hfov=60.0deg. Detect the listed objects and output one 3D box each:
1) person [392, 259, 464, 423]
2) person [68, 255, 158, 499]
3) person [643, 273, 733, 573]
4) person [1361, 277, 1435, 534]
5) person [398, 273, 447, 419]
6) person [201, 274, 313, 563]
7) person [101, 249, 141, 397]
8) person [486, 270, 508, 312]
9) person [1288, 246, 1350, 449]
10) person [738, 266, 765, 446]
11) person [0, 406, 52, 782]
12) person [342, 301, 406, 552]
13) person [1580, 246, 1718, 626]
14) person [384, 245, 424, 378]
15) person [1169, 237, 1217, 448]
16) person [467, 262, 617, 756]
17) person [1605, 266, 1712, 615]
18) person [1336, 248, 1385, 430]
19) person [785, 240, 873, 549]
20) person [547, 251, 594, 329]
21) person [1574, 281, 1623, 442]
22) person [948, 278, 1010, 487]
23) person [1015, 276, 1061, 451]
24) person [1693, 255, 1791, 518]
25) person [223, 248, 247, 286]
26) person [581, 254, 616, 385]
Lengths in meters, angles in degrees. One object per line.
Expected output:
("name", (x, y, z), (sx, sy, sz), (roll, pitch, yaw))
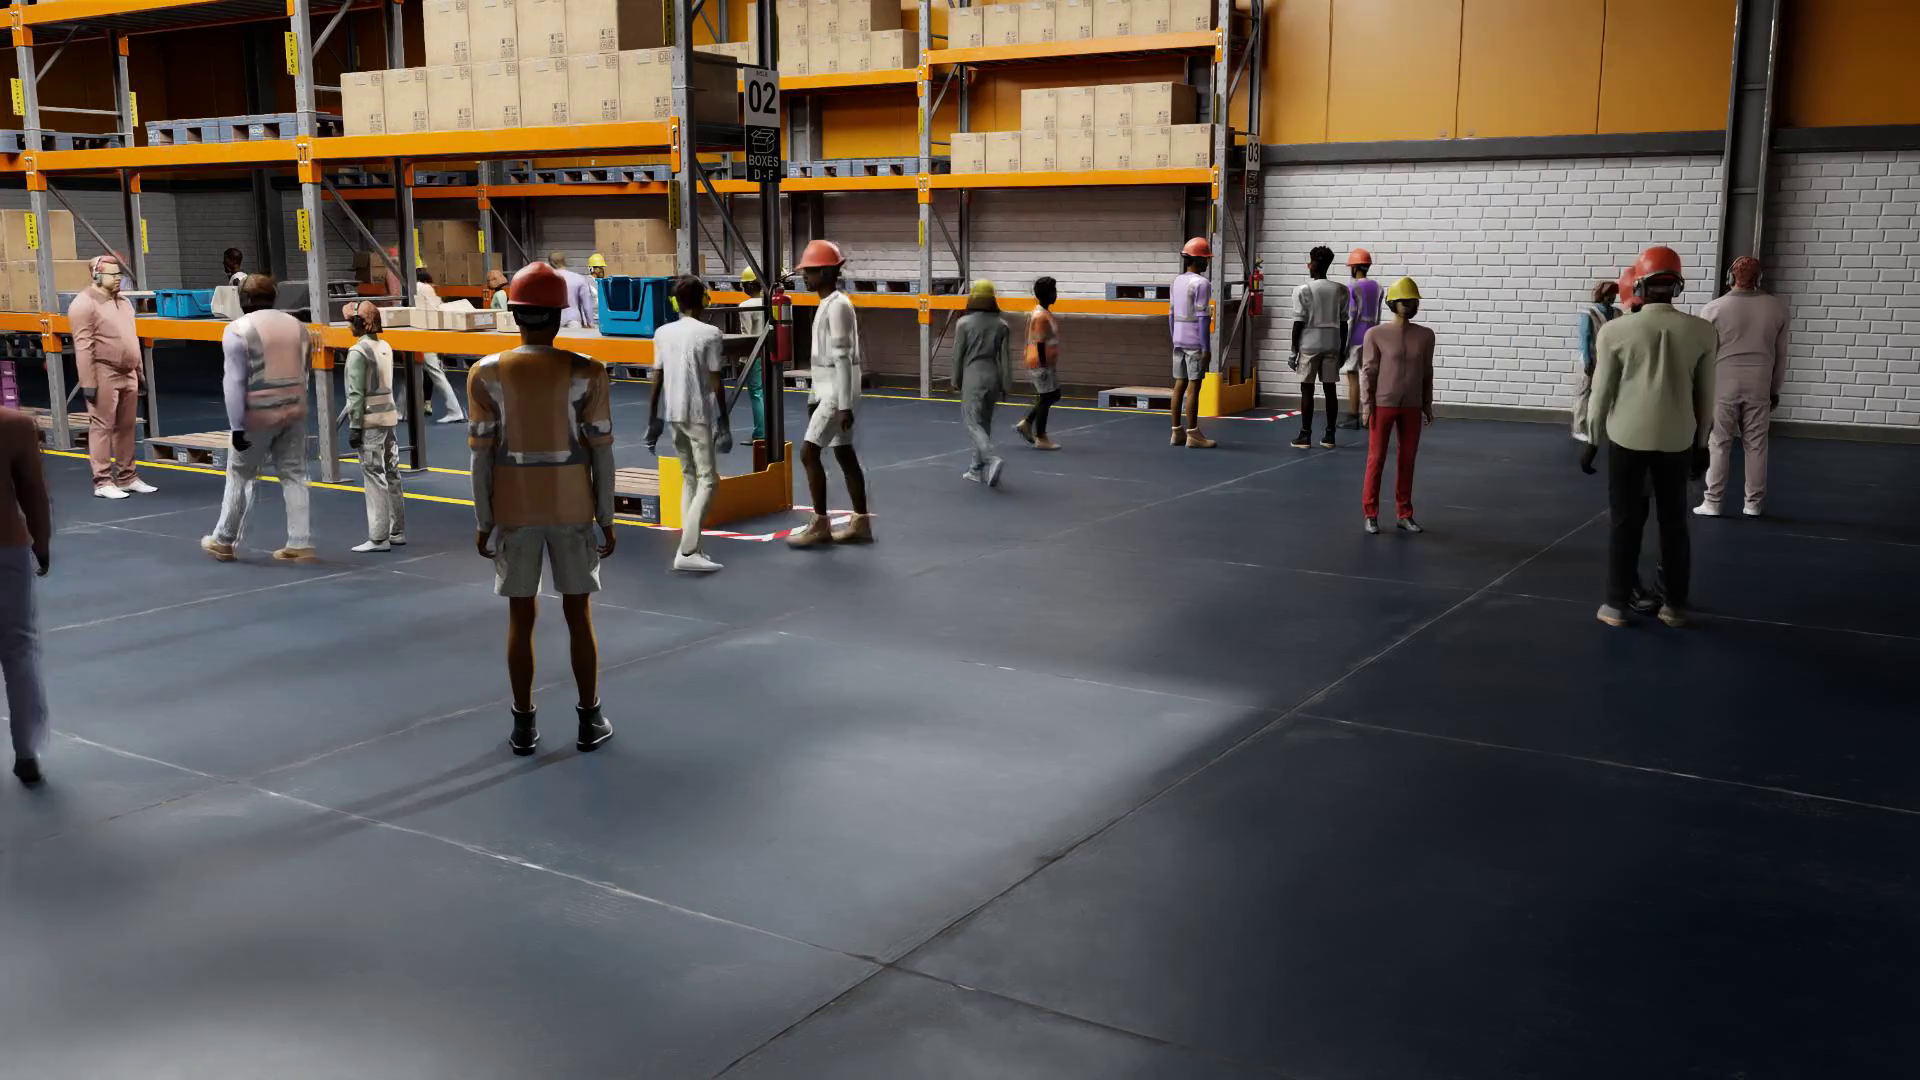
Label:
("person", (-5.989, -2.215, 18.398), (1.035, 1.860, 0.587), (1, 10, 3))
("person", (-6.669, -1.277, 13.102), (0.401, 1.904, 0.645), (2, 10, 9))
("person", (-1.683, -0.712, 10.193), (0.549, 1.828, 0.572), (6, 12, 31))
("person", (3.024, -0.923, 11.497), (0.532, 1.772, 0.300), (-2, 10, -10))
("person", (-6.082, -2.192, 18.821), (0.557, 1.643, 0.890), (-5, 11, -25))
("person", (-4.439, -0.758, 10.481), (0.824, 1.806, 0.643), (6, 12, 32))
("person", (-10.516, -2.681, 20.853), (0.548, 1.915, 0.831), (-1, 10, -5))
("person", (-6.043, -2.722, 21.843), (0.278, 1.633, 0.498), (-3, 11, -17))
("person", (3.488, -1.869, 16.189), (0.613, 1.965, 0.361), (-3, 11, -14))
("person", (-2.021, -1.814, 16.442), (0.329, 1.767, 0.528), (6, 12, 29))
("person", (-3.760, 0.034, 6.340), (0.555, 1.714, 0.930), (-9, 14, -41))
("person", (-3.828, -0.737, 10.849), (0.311, 1.634, 0.518), (1, 10, 3))
("person", (3.593, -0.528, 8.689), (0.617, 1.994, 0.398), (1, 10, 5))
("person", (-8.286, -3.326, 24.293), (0.947, 1.966, 0.611), (0, 10, 1))
("person", (2.278, -1.918, 16.251), (0.392, 2.045, 0.608), (-4, 11, -23))
("person", (-1.635, -0.117, 6.563), (0.553, 1.935, 0.362), (-2, 10, -10))
("person", (3.747, -0.541, 9.033), (0.616, 1.893, 0.546), (0, 10, -1))
("person", (4.265, -2.148, 17.827), (0.551, 1.933, 0.377), (-7, 12, -33))
("person", (-0.914, -0.947, 10.938), (0.760, 2.013, 0.634), (-2, 10, -9))
("person", (-5.188, -2.849, 21.875), (0.702, 1.880, 1.014), (-2, 10, -10))
("person", (6.415, -1.746, 16.480), (0.544, 1.601, 0.812), (-4, 11, -21))
("person", (0.208, -1.301, 13.732), (0.497, 1.717, 0.756), (-5, 12, -28))
("person", (0.798, -1.694, 16.011), (0.399, 1.677, 0.547), (1, 10, 7))
("person", (5.666, -1.107, 12.135), (0.636, 1.911, 0.404), (1, 10, 5))
("person", (-9.267, -2.797, 21.468), (0.399, 1.920, 0.590), (-4, 11, -22))
("person", (-5.026, -3.055, 23.134), (0.404, 1.830, 0.603), (5, 11, 24))
